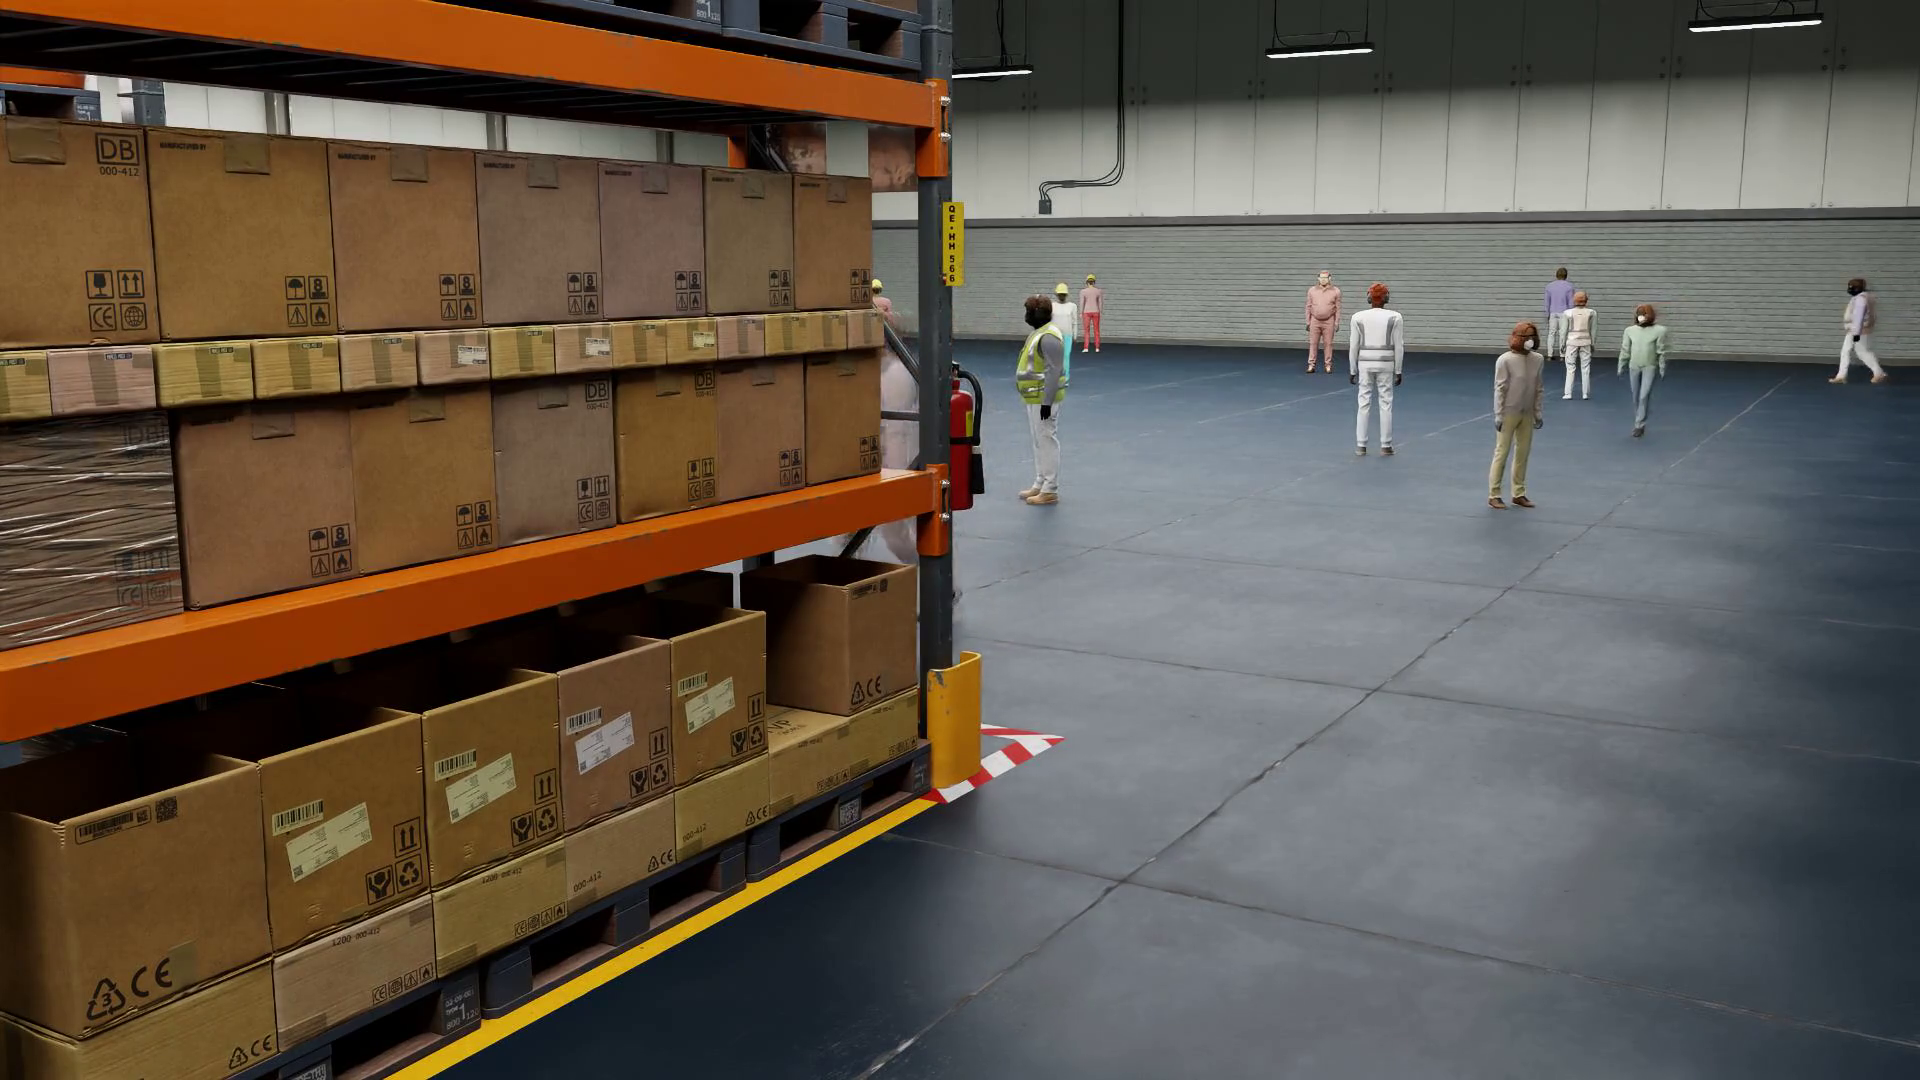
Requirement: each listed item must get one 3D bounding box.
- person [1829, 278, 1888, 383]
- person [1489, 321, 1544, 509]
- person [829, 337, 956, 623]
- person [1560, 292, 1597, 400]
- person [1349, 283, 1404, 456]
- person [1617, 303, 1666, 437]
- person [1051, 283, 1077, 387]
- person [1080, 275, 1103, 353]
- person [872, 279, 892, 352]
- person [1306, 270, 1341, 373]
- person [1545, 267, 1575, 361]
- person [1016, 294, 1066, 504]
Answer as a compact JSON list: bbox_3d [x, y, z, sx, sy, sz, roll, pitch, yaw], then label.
[{"bbox_3d":[15.394,-3.556,28.360,0.829,1.813,0.629,3,10,15],"label":"person"},{"bbox_3d":[4.808,-1.071,14.335,0.503,1.624,0.298,-4,10,-21],"label":"person"},{"bbox_3d":[-0.455,-0.400,9.687,0.927,1.875,0.652,-7,12,-35],"label":"person"},{"bbox_3d":[9.367,-2.936,25.209,0.515,1.636,0.315,2,10,10],"label":"person"},{"bbox_3d":[4.545,-1.858,18.168,0.573,1.887,0.355,4,10,21],"label":"person"},{"bbox_3d":[8.161,-2.028,19.988,0.523,1.603,0.750,9,13,43],"label":"person"},{"bbox_3d":[1.700,-3.454,27.984,0.538,1.726,0.894,0,10,0],"label":"person"},{"bbox_3d":[2.955,-5.103,37.542,0.523,1.760,0.328,-1,10,-6],"label":"person"},{"bbox_3d":[-1.454,-3.677,29.162,0.525,1.772,0.306,-2,10,-9],"label":"person"},{"bbox_3d":[6.738,-4.045,30.911,0.639,1.910,0.407,3,10,16],"label":"person"},{"bbox_3d":[12.506,-4.687,34.625,0.632,1.940,0.439,9,13,43],"label":"person"},{"bbox_3d":[0.708,-1.235,14.661,0.430,1.840,0.626,-1,10,-6],"label":"person"}]
